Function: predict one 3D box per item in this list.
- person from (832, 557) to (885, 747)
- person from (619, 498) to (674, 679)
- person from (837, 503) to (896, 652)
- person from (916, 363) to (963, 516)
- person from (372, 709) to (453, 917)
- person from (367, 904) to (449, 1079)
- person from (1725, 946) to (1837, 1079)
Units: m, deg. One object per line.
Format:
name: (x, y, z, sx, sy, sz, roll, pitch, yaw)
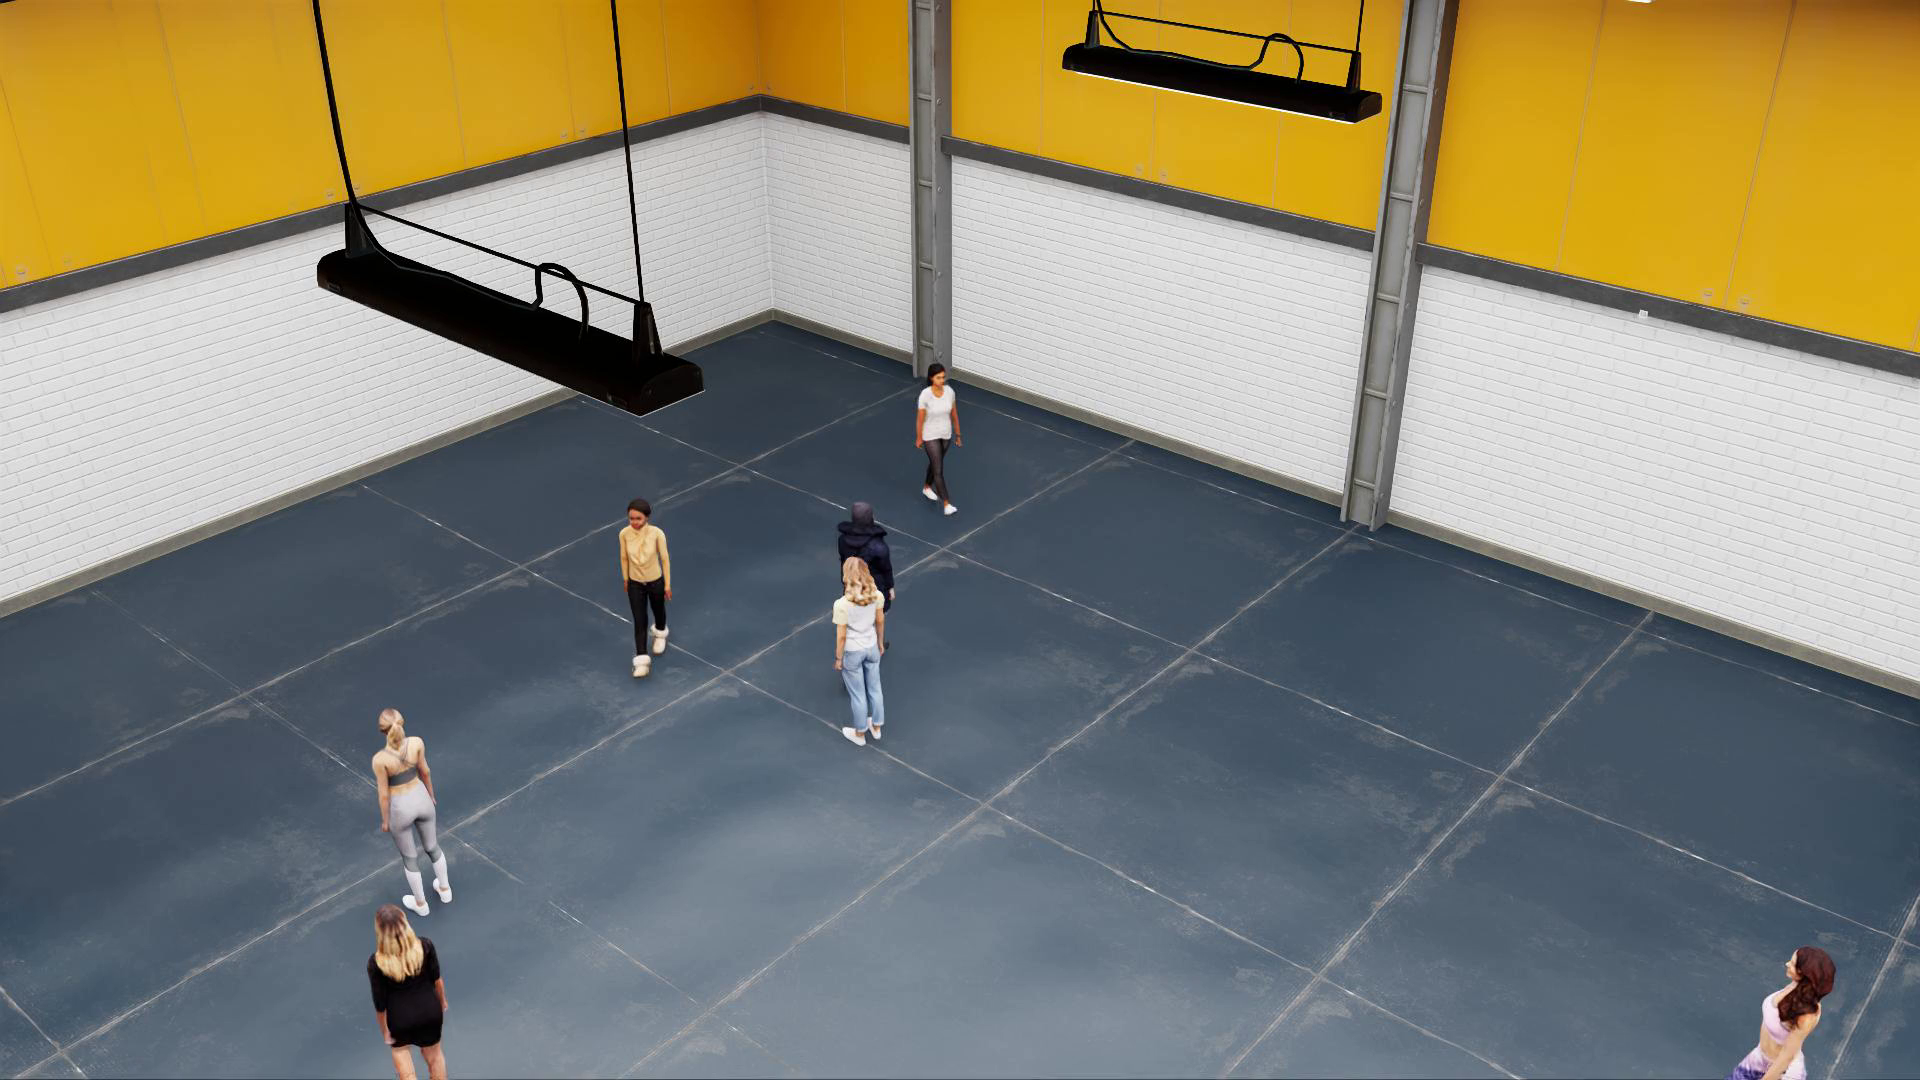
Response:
person: (-0.821, 0.915, 13.670, 0.678, 1.723, 0.620, -19, 34, -31)
person: (-2.767, 0.351, 14.810, 1.094, 1.621, 1.102, 0, 29, 0)
person: (-0.847, 0.459, 14.579, 0.973, 1.652, 0.754, 19, 34, 30)
person: (-0.288, -1.113, 17.506, 0.797, 1.608, 1.094, -17, 33, -28)
person: (-3.919, 1.924, 11.841, 0.580, 1.702, 0.532, -26, 38, -38)
person: (-3.273, 2.930, 10.033, 0.675, 1.668, 0.722, -14, 32, -24)
person: (4.844, 3.115, 9.641, 1.286, 1.719, 0.953, 7, 29, 12)
